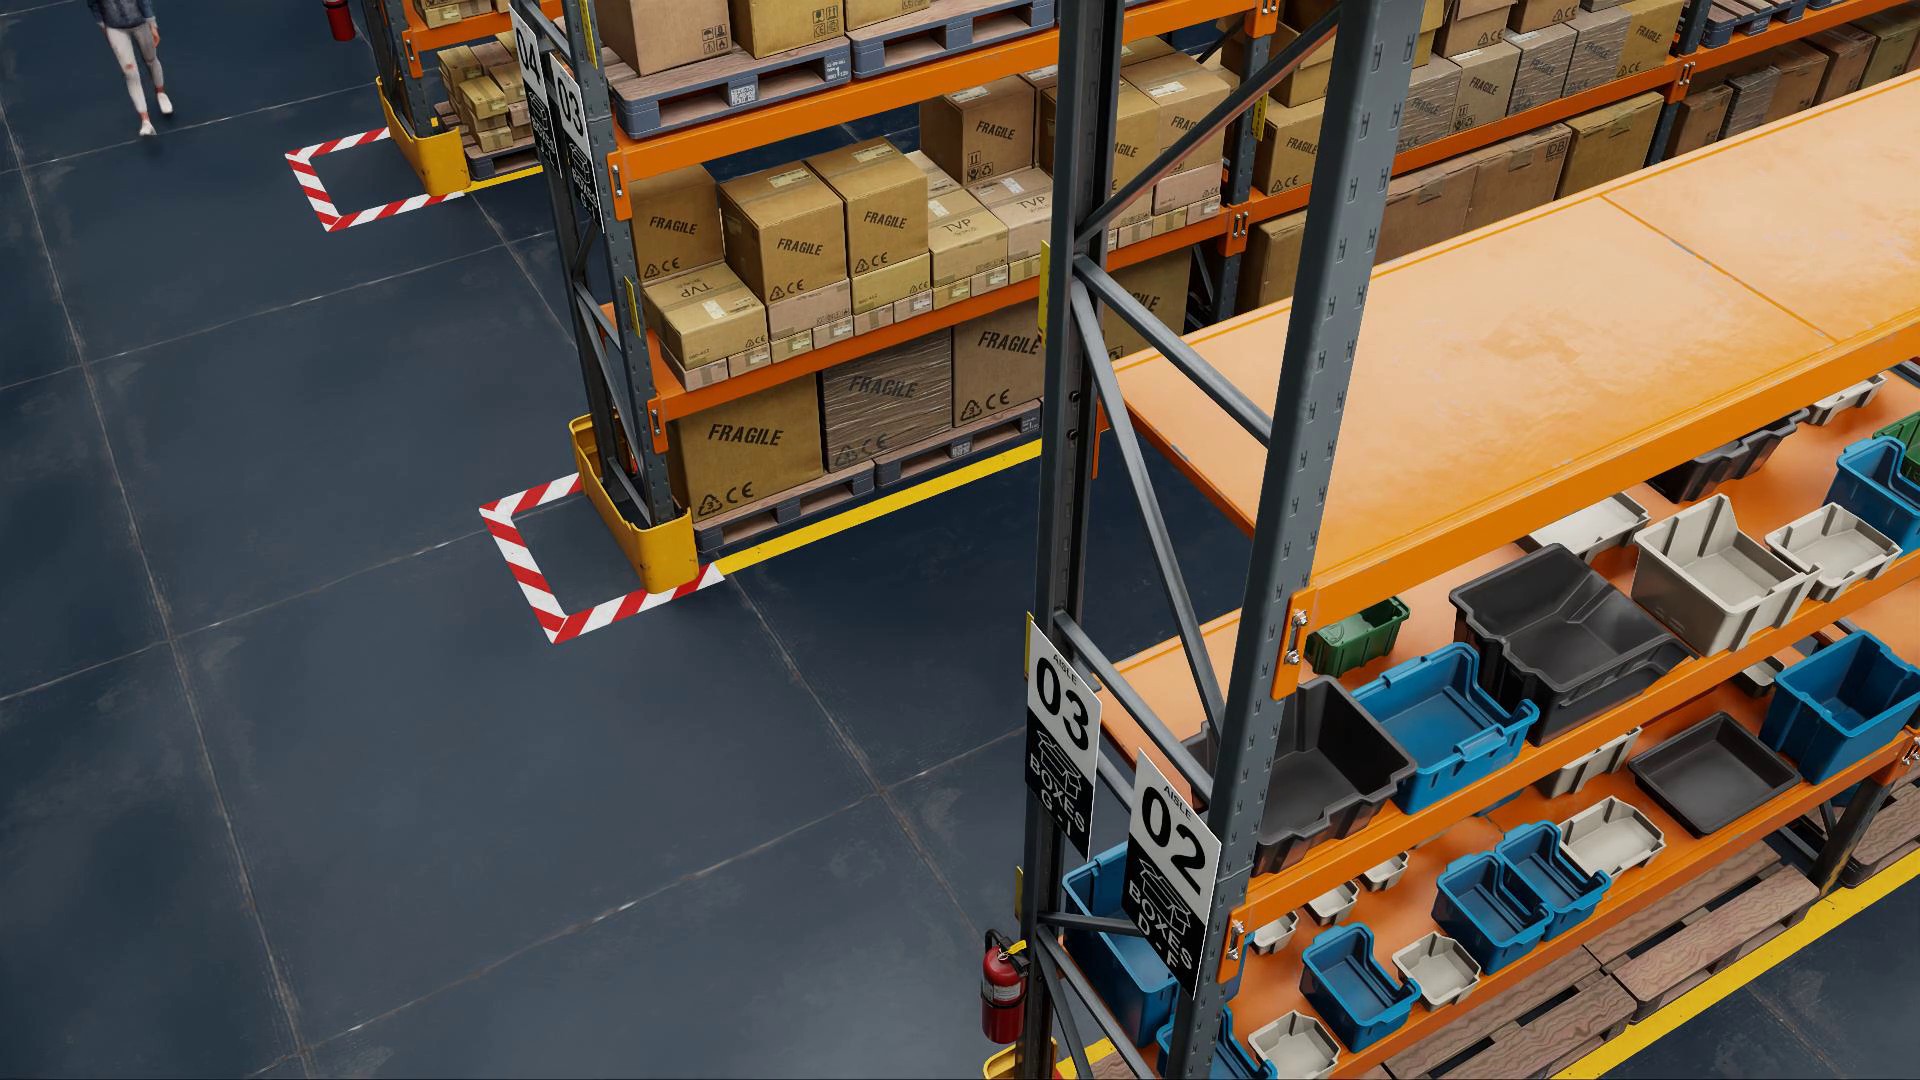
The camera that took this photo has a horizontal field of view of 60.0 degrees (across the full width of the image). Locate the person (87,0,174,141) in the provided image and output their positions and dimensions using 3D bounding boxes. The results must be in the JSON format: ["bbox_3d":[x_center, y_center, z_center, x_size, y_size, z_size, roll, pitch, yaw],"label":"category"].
[{"bbox_3d":[-6.640,-4.123,13.314,1.041,1.654,0.763,-16,45,-17],"label":"person"}]
